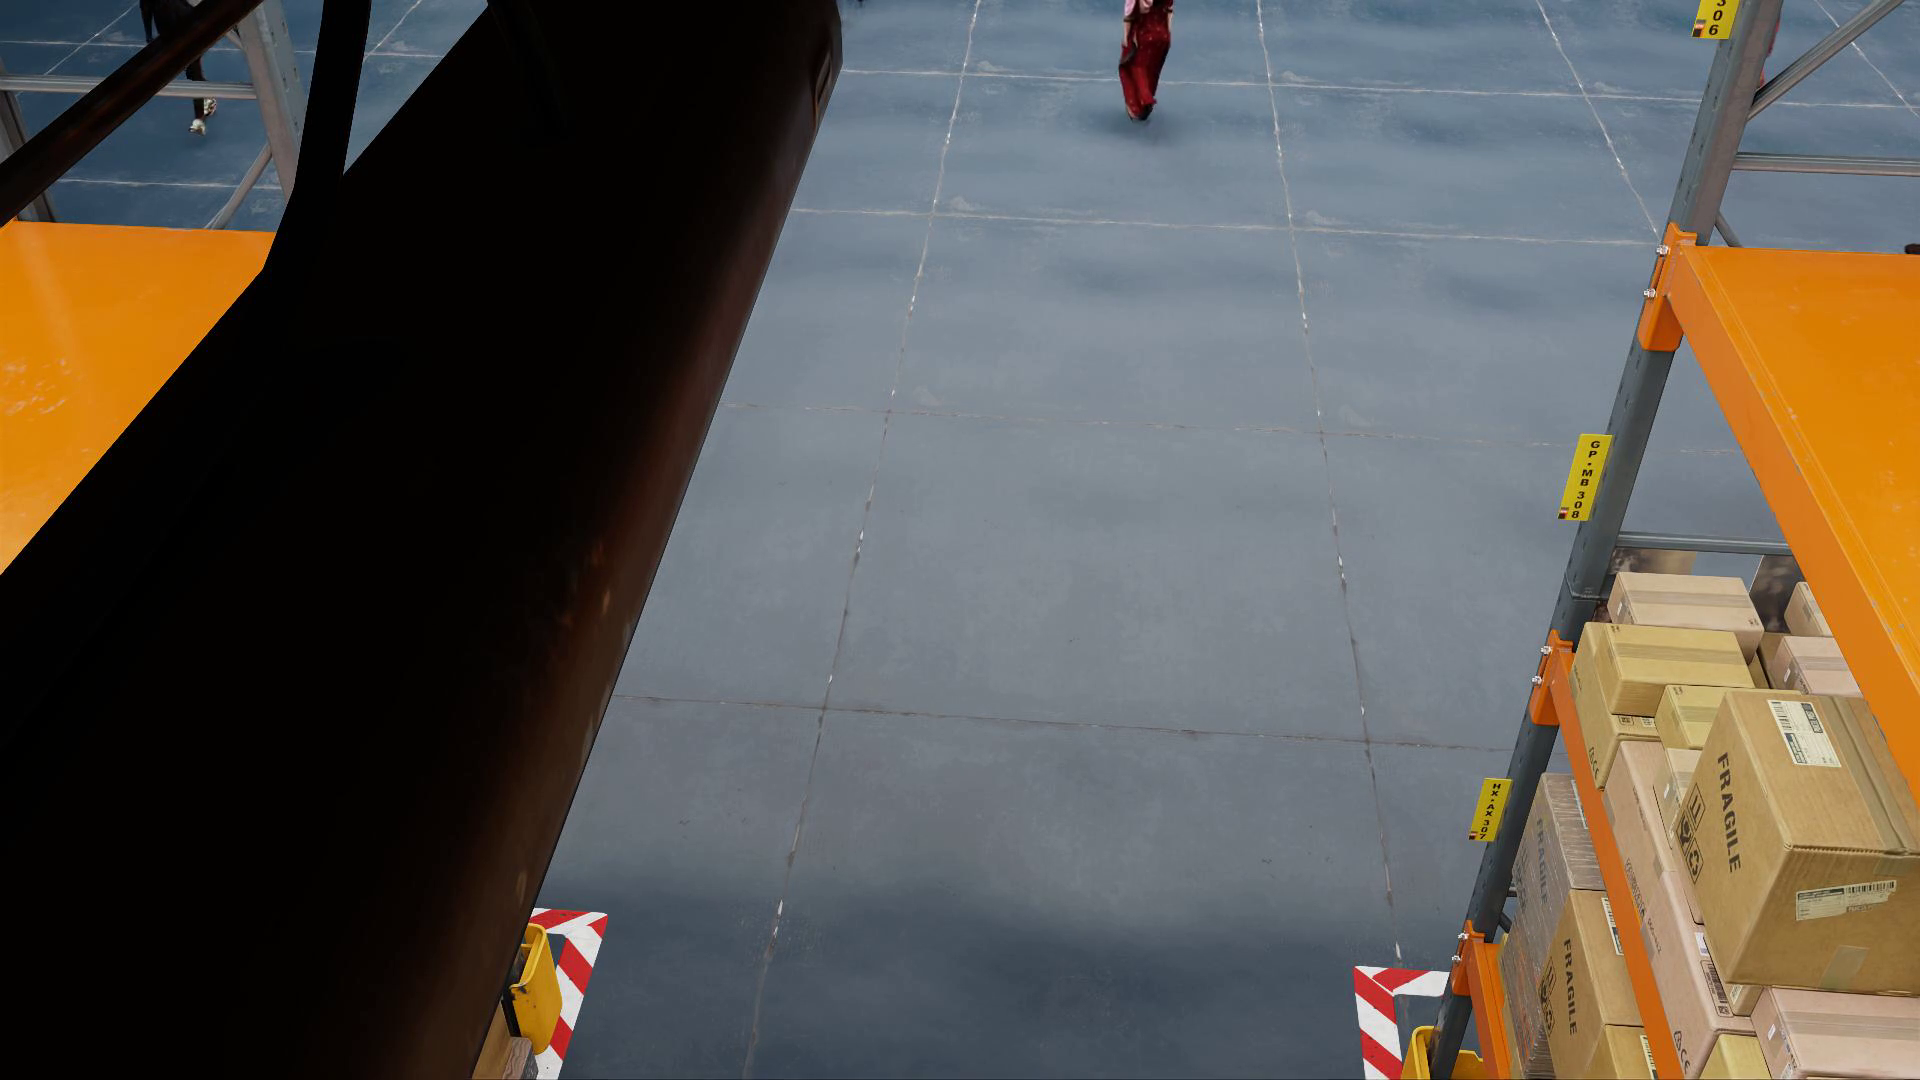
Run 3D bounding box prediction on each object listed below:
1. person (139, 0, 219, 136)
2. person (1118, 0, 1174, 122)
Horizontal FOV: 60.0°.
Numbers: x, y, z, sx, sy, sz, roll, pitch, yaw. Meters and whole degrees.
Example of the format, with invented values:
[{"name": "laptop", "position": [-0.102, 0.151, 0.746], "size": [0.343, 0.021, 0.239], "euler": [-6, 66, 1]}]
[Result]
[{"name": "person", "position": [-6.981, -4.600, 14.947], "size": [0.735, 1.763, 1.170], "euler": [-2, 38, -2]}, {"name": "person", "position": [1.704, -4.523, 14.961], "size": [0.786, 1.624, 0.911], "euler": [-8, 39, -11]}]
